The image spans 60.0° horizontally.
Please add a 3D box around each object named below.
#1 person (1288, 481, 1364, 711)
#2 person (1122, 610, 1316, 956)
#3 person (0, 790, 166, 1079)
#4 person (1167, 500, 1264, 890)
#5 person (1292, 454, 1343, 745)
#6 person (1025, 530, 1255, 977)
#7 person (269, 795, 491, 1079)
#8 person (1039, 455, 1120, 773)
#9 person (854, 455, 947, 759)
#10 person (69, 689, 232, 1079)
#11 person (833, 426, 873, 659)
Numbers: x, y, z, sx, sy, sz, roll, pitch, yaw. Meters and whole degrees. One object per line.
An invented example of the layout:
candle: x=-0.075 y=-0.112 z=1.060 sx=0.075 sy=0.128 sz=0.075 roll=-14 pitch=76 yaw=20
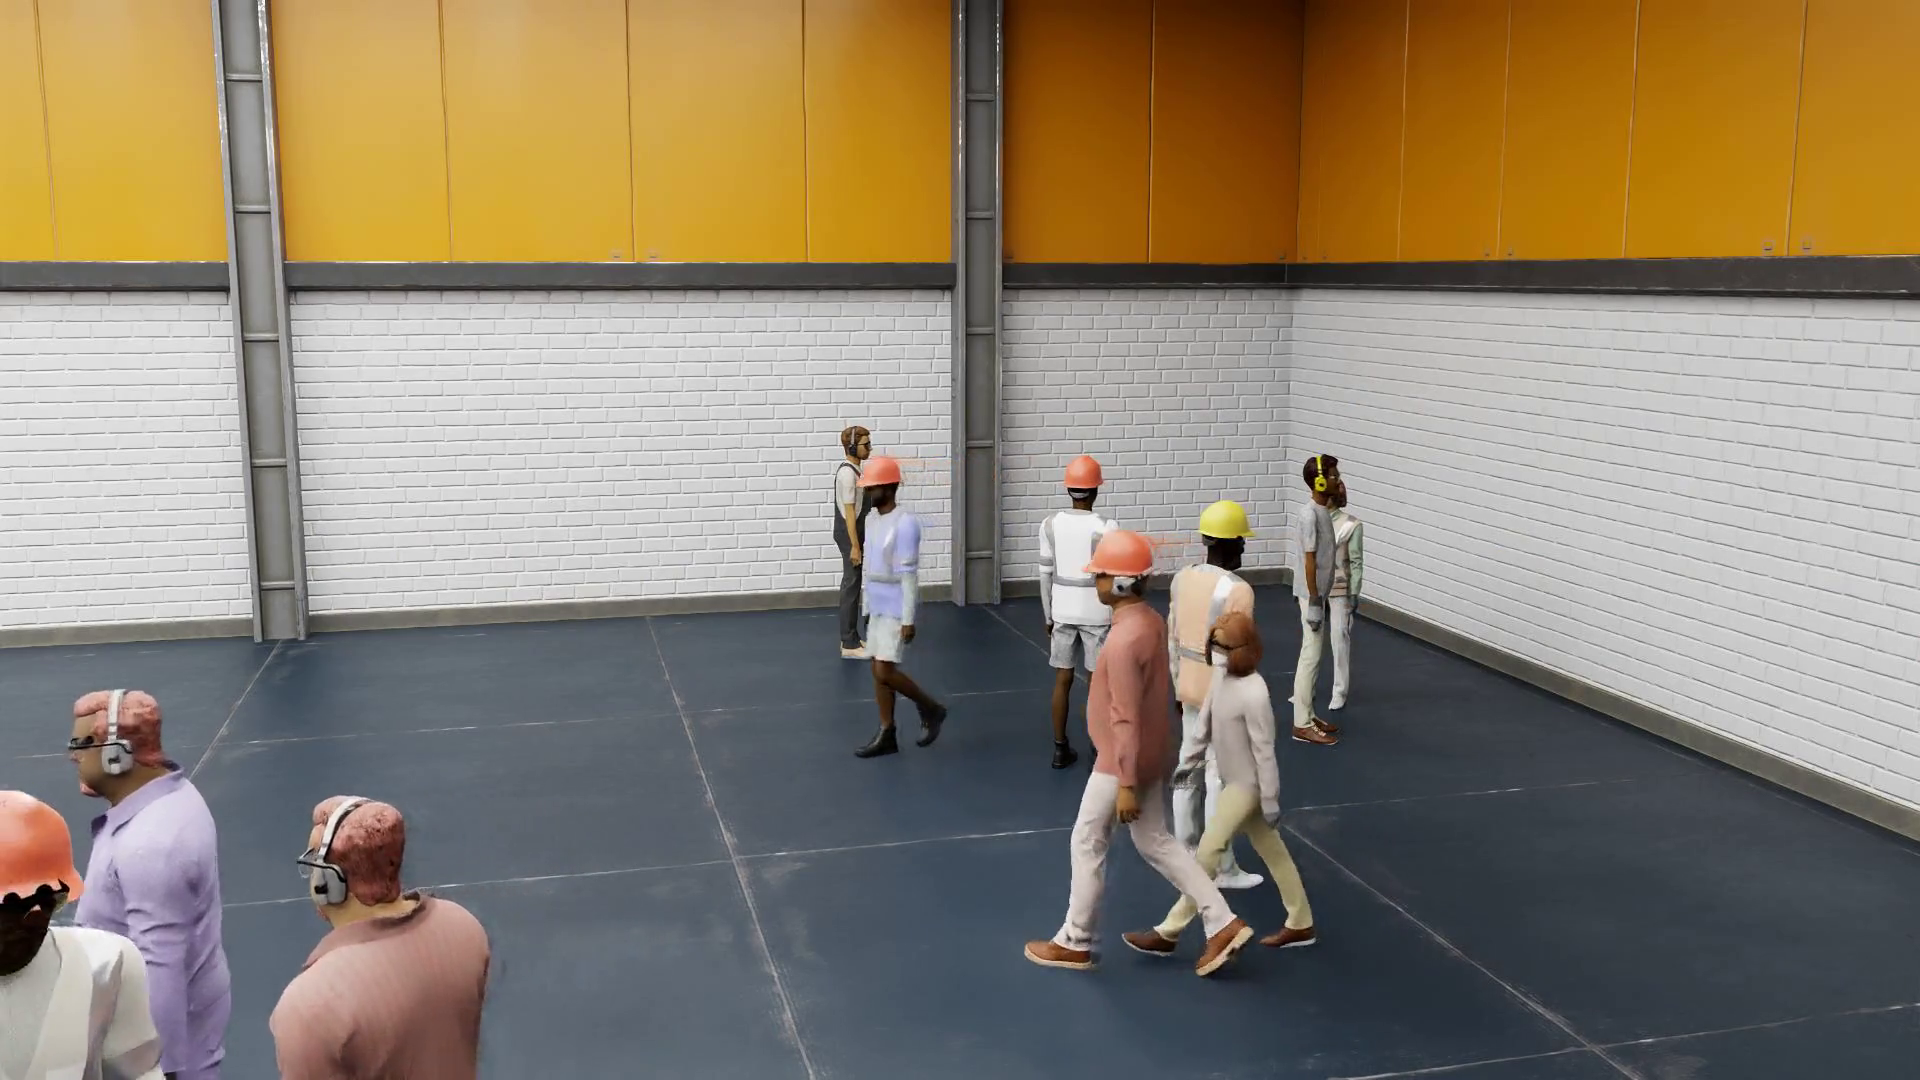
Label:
person: x=2.563 y=0.365 z=11.618 sx=0.513 sy=1.637 sz=0.313 roll=8 pitch=12 yaw=41
person: x=1.193 y=1.079 z=7.326 sx=0.905 sy=1.576 sz=0.519 roll=0 pitch=9 yaw=-2
person: x=-1.970 y=1.492 z=3.527 sx=1.072 sy=1.975 sz=0.617 roll=9 pitch=13 yaw=44
person: x=1.266 y=0.760 z=8.247 sx=0.384 sy=1.928 sz=0.589 roll=-5 pitch=10 yaw=-29
person: x=2.333 y=0.376 z=10.814 sx=0.328 sy=1.877 sz=0.513 roll=3 pitch=9 yaw=16
person: x=0.788 y=0.928 z=7.127 sx=0.940 sy=1.963 sz=0.625 roll=4 pitch=10 yaw=21
person: x=-1.324 y=1.498 z=3.889 sx=1.006 sy=1.860 sz=0.662 roll=4 pitch=10 yaw=24
person: x=0.749 y=0.453 z=10.126 sx=0.542 sy=1.943 sz=0.348 roll=5 pitch=10 yaw=28
person: x=-0.414 y=0.421 z=10.378 sx=0.516 sy=1.926 sz=0.550 roll=-5 pitch=10 yaw=-29
person: x=-2.271 y=1.348 z=4.700 sx=0.404 sy=1.893 sz=0.649 roll=-4 pitch=10 yaw=-23
person: x=-0.827 y=0.015 z=13.157 sx=0.344 sy=1.846 sz=0.507 roll=-1 pitch=9 yaw=-3
